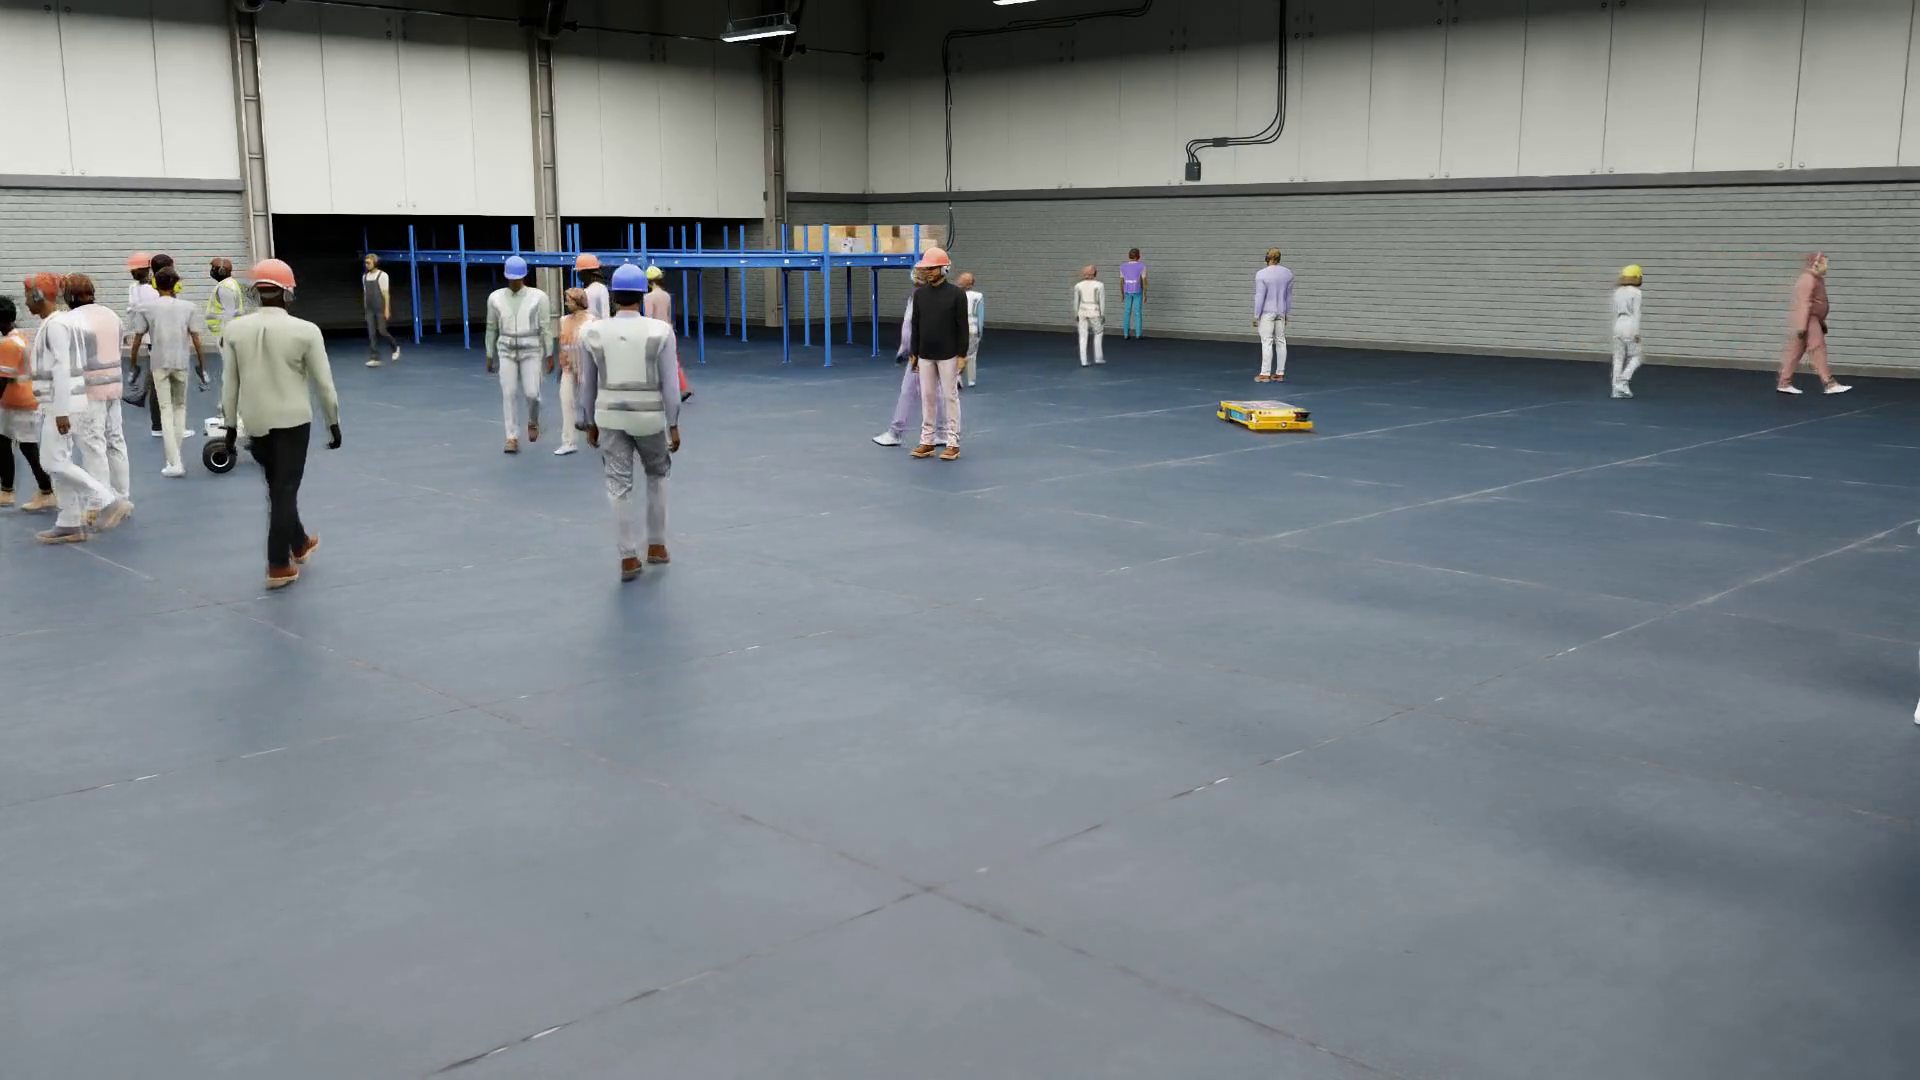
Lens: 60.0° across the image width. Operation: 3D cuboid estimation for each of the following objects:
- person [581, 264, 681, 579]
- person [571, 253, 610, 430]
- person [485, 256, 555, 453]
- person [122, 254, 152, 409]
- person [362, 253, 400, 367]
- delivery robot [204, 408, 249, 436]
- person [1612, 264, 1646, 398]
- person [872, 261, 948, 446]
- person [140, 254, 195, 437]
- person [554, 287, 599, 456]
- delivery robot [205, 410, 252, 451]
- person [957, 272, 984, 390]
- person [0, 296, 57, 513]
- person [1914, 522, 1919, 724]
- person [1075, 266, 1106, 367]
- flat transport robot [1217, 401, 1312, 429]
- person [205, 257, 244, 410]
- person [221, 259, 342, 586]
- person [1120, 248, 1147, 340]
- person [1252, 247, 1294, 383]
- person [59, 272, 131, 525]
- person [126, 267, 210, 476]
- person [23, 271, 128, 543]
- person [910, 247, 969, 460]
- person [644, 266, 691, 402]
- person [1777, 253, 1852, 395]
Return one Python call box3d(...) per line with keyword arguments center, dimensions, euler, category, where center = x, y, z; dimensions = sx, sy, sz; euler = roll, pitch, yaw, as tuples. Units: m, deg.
box3d(center=(-2.042, -0.754, 10.440), dimensions=(0.635, 1.922, 0.707), euler=(0, 10, 0), category="person")
box3d(center=(-3.920, -2.152, 18.068), dimensions=(0.595, 1.921, 0.553), euler=(2, 11, 9), category="person")
box3d(center=(-4.307, -1.817, 16.285), dimensions=(0.692, 1.909, 0.597), euler=(-1, 10, -3), category="person")
box3d(center=(-9.996, -2.569, 20.477), dimensions=(0.584, 1.875, 0.994), euler=(5, 12, 26), category="person")
box3d(center=(-9.436, -3.740, 27.013), dimensions=(0.529, 1.827, 0.590), euler=(4, 11, 20), category="person")
box3d(center=(-6.522, -1.087, 15.164), dimensions=(0.698, 0.223, 0.335), euler=(-5, 11, -24), category="delivery robot")
box3d(center=(8.718, -2.716, 21.665), dimensions=(0.374, 1.727, 0.511), euler=(-3, 11, -18), category="person")
box3d(center=(-0.467, -1.839, 16.563), dimensions=(0.852, 1.853, 0.624), euler=(-1, 10, -7), category="person")
box3d(center=(-8.395, -2.040, 17.510), dimensions=(0.589, 1.914, 0.377), euler=(8, 13, 37), category="person")
box3d(center=(-3.696, -1.661, 16.282), dimensions=(0.529, 1.612, 0.693), euler=(5, 12, 27), category="person")
box3d(center=(-6.709, -1.050, 15.668), dimensions=(0.707, 0.478, 0.477), euler=(0, 10, -1), category="delivery robot")
box3d(center=(0.068, -2.903, 23.039), dimensions=(0.523, 1.606, 0.808), euler=(1, 10, 8), category="person")
box3d(center=(-7.225, -1.013, 12.585), dimensions=(0.618, 1.664, 0.551), euler=(-7, 13, -34), category="person")
box3d(center=(4.409, -0.119, 7.129), dimensions=(0.521, 1.876, 0.325), euler=(3, 11, 16), category="person")
box3d(center=(2.143, -3.625, 26.940), dimensions=(0.547, 1.613, 0.670), euler=(5, 11, 25), category="person")
box3d(center=(3.411, -1.418, 18.702), dimensions=(0.652, 0.197, 1.431), euler=(-1, 10, -8), category="flat transport robot")
box3d(center=(-8.959, -2.517, 20.293), dimensions=(0.429, 1.847, 0.627), euler=(-4, 11, -20), category="person")
box3d(center=(-4.155, -0.750, 10.339), dimensions=(0.657, 1.951, 0.961), euler=(1, 10, 5), category="person")
box3d(center=(3.531, -5.012, 33.887), dimensions=(0.565, 1.846, 0.390), euler=(4, 11, 23), category="person")
box3d(center=(4.512, -3.258, 24.071), dimensions=(0.627, 1.940, 0.371), euler=(-5, 12, -25), category="person")
box3d(center=(-6.428, -1.047, 12.291), dimensions=(0.430, 1.840, 0.623), euler=(1, 10, 7), category="person")
box3d(center=(-7.078, -1.508, 14.832), dimensions=(0.654, 1.819, 0.783), euler=(-6, 12, -31), category="person")
box3d(center=(-6.205, -0.925, 11.542), dimensions=(0.485, 1.863, 0.606), euler=(-6, 12, -29), category="person")
box3d(center=(-0.214, -1.765, 15.776), dimensions=(0.623, 1.992, 0.396), euler=(6, 12, 32), category="person")
box3d(center=(-3.809, -2.620, 21.177), dimensions=(0.892, 1.726, 0.538), euler=(6, 12, 29), category="person")
box3d(center=(11.388, -2.850, 22.041), dimensions=(0.943, 1.863, 0.662), euler=(5, 11, 25), category="person")
